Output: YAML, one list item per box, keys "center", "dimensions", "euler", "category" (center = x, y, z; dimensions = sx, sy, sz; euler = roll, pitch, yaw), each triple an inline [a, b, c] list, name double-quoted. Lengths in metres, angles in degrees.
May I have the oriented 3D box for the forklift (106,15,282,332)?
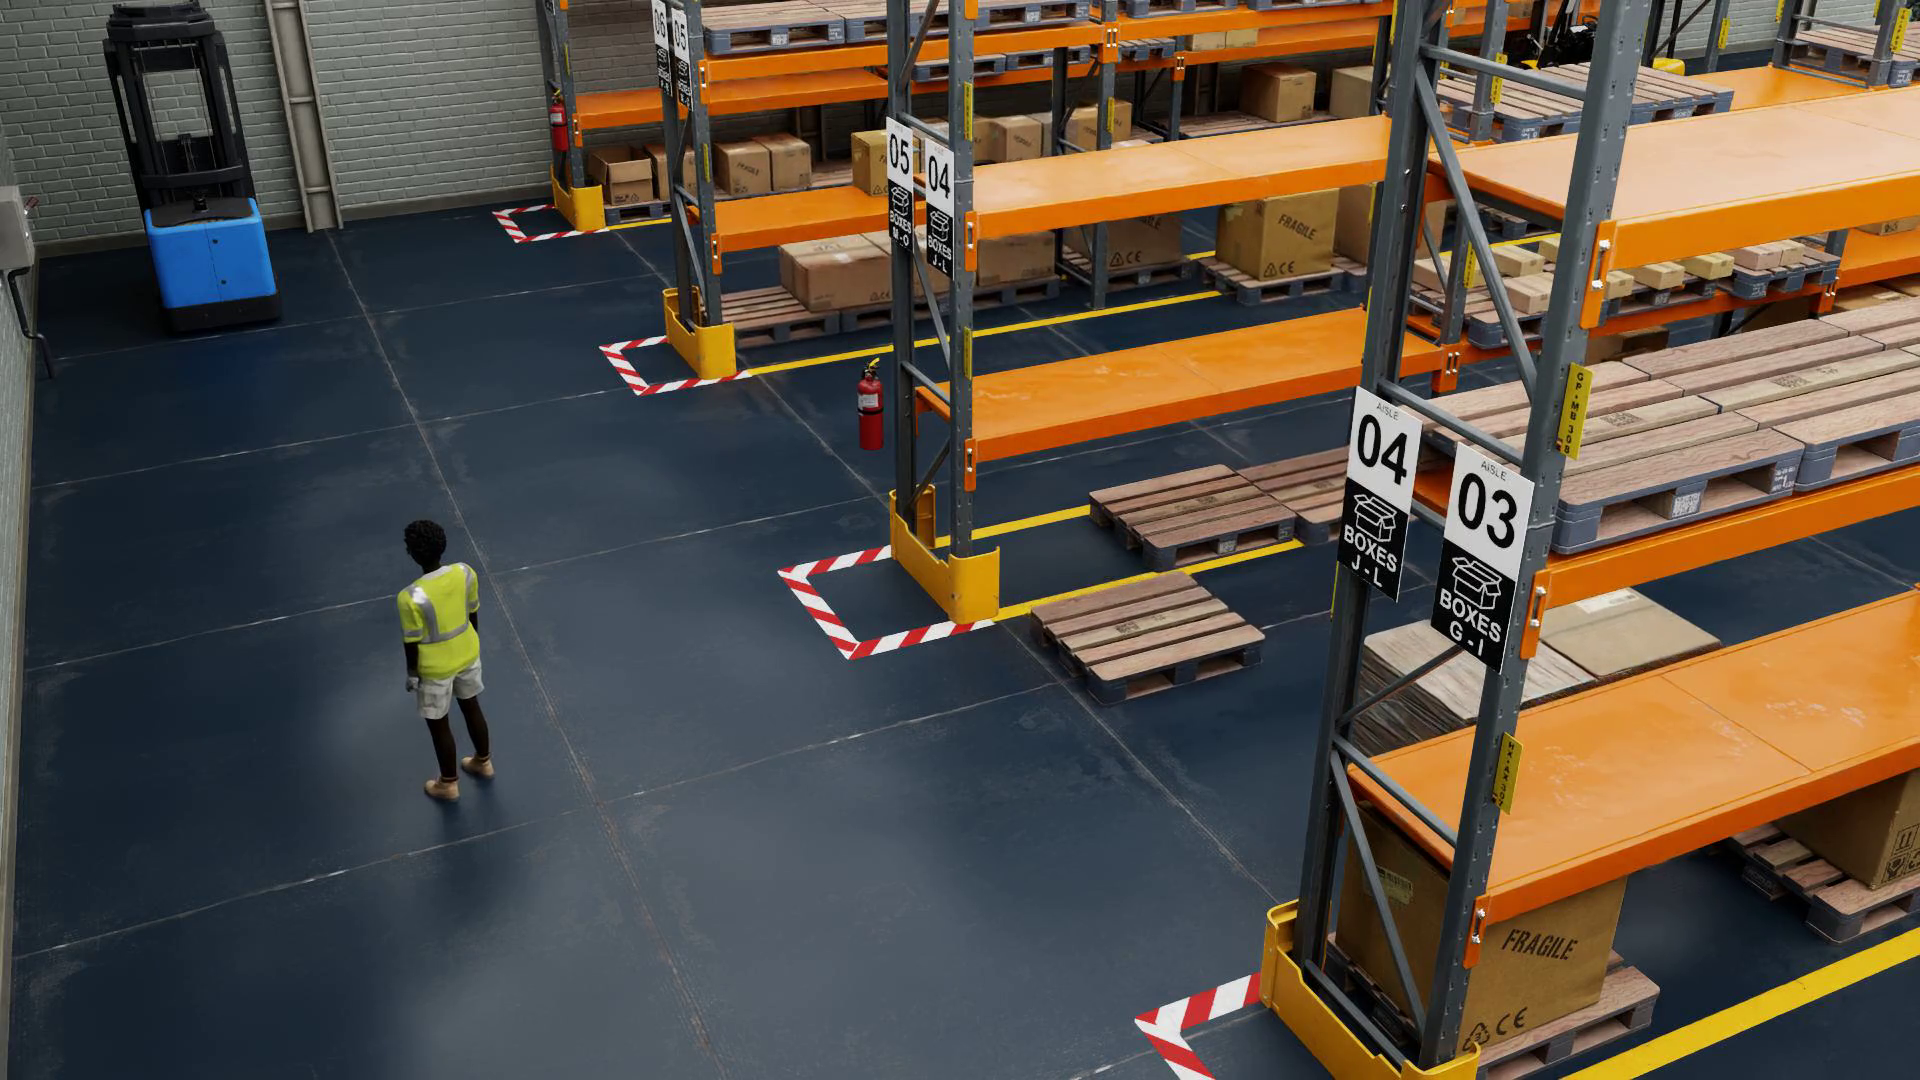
- center: [-7.548, -3.672, 16.323]
  dimensions: [1.129, 2.768, 1.873]
  euler: [-12, 30, -22]
  category: "forklift"

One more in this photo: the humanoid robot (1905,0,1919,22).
- center: [15.205, -8.336, 26.541]
  dimensions: [0.748, 1.836, 0.542]
  euler: [-15, 31, -26]
  category: "humanoid robot"

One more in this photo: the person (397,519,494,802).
- center: [-2.866, 0.667, 9.286]
  dimensions: [0.320, 1.686, 0.537]
  euler: [15, 31, 26]
  category: "person"

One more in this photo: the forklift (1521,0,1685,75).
- center: [8.950, -6.807, 23.056]
  dimensions: [1.214, 2.155, 2.313]
  euler: [-12, 30, -22]
  category: "forklift"
